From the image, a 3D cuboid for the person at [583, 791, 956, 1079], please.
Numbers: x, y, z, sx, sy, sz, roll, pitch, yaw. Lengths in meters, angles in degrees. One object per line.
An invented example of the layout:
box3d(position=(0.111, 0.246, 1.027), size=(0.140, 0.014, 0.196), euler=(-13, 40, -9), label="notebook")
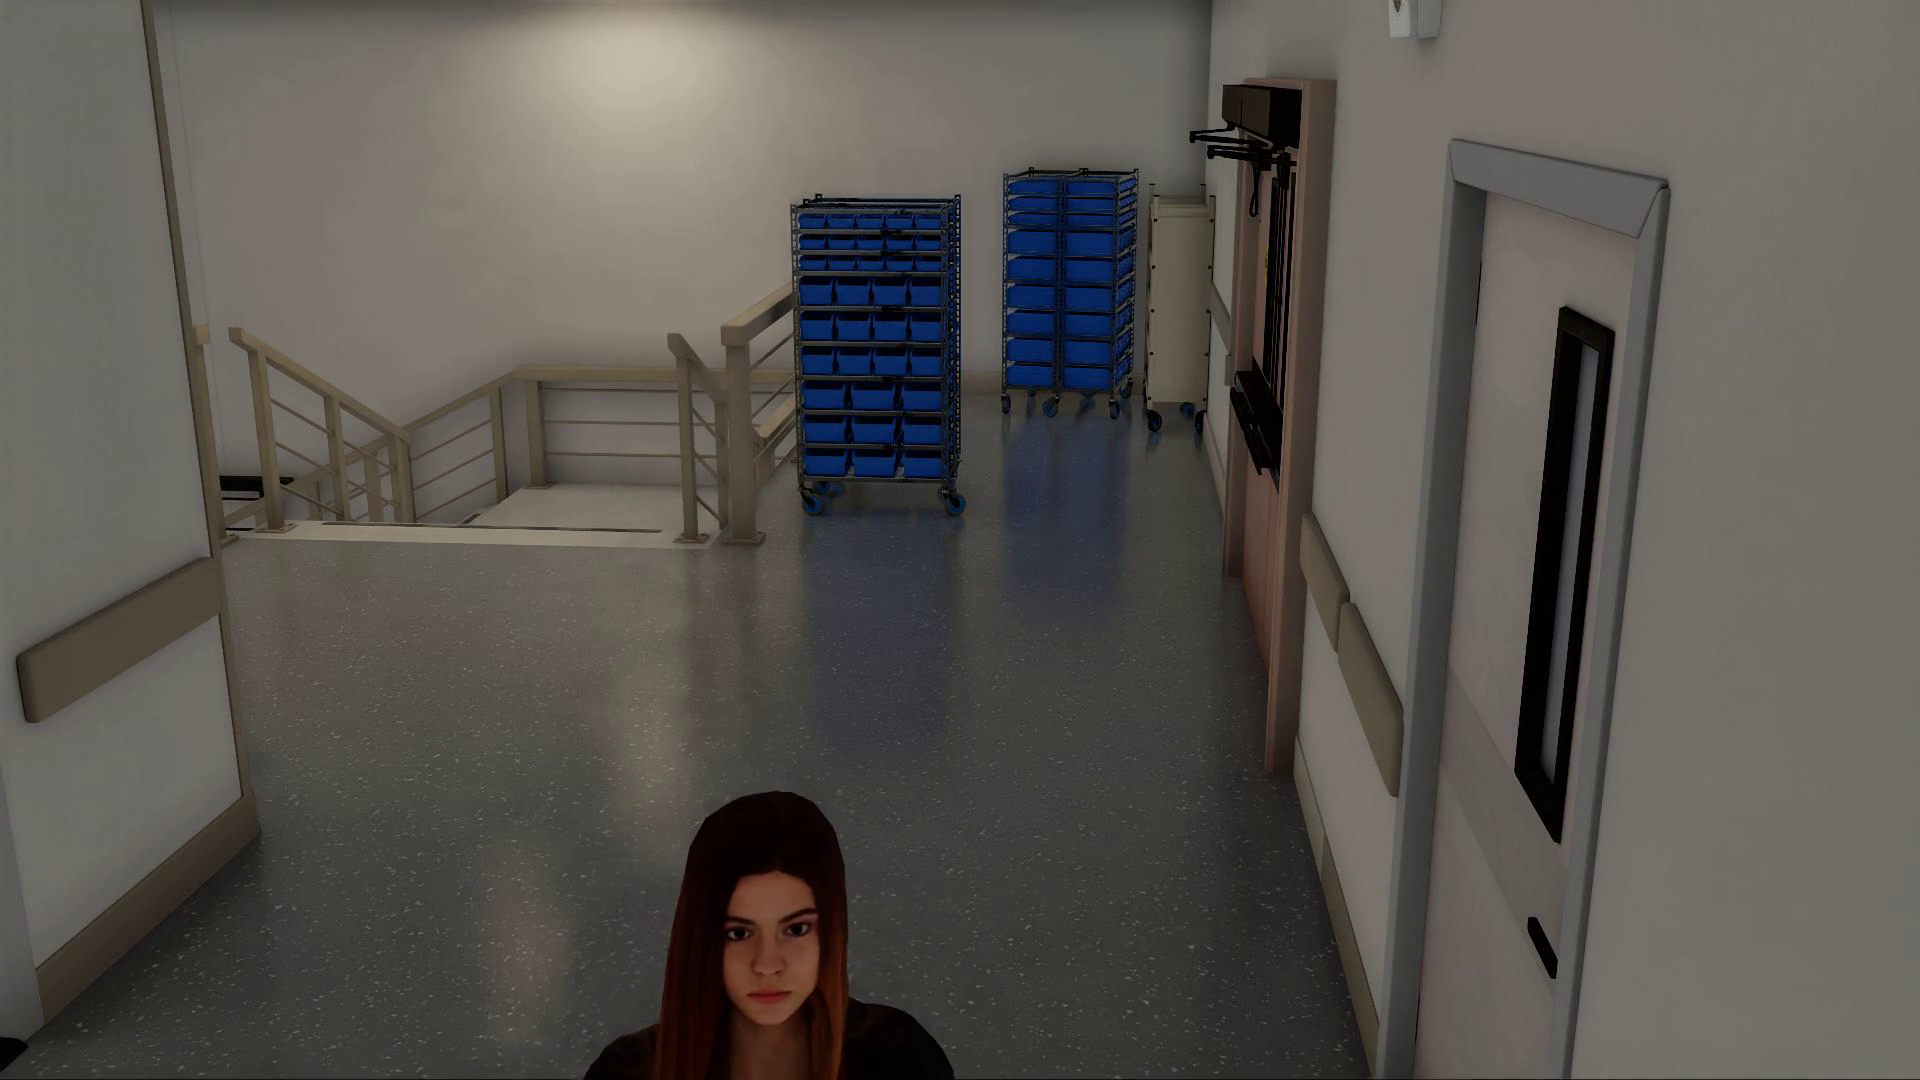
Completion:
box3d(position=(-0.240, 1.075, 2.081), size=(0.871, 1.680, 1.149), euler=(-4, 16, -13), label="person")
